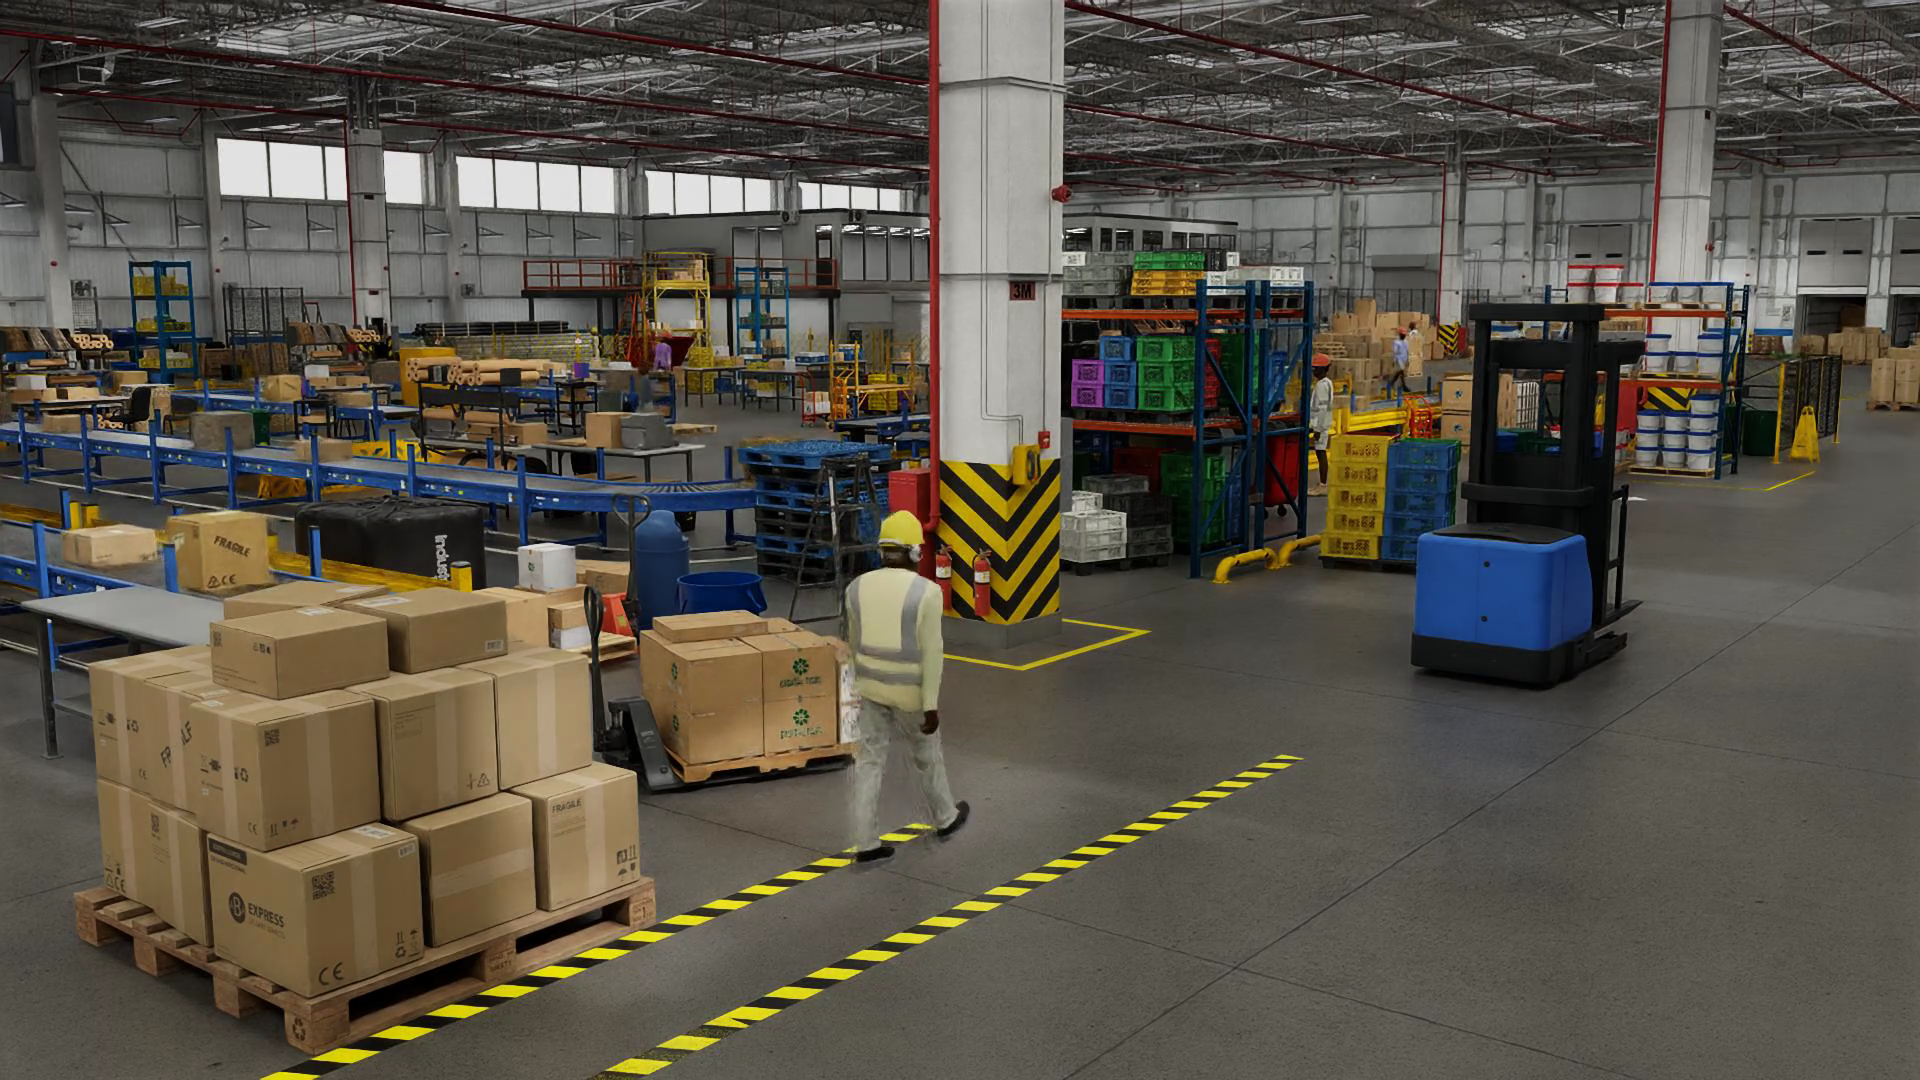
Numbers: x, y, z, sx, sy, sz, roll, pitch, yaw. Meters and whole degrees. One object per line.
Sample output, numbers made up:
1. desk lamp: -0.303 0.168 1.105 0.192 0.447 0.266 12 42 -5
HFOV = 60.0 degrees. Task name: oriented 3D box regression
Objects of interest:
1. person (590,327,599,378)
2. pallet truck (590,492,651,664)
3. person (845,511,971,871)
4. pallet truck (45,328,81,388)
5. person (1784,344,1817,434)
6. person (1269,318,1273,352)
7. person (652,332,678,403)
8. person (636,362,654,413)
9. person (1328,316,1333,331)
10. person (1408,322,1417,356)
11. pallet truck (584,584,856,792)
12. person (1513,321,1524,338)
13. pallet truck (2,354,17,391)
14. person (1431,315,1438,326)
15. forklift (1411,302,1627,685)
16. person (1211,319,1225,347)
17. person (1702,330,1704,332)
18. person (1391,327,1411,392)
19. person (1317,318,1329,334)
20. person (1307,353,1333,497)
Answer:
1. person: -12.435 -6.367 56.635 0.301 1.743 0.493 -1 8 -5
2. pallet truck: -3.115 0.344 12.883 0.653 1.274 1.630 7 11 37
3. person: -0.280 0.742 8.538 0.617 1.786 0.900 5 10 30
4. pallet truck: -23.775 -4.544 43.495 1.885 1.965 0.823 6 10 35
5. person: 17.077 -3.040 33.757 0.650 1.883 0.822 -3 9 -19
6. person: 15.323 -10.142 81.740 0.517 1.843 0.325 -3 9 -19
7. person: -7.785 -4.536 43.896 0.566 1.865 0.942 8 12 44
8. person: -6.099 -2.627 31.922 0.845 1.579 0.520 -4 9 -26
9. person: 15.850 -8.535 70.487 0.637 1.964 0.678 7 11 40
10. person: 16.403 -7.034 60.732 0.725 1.855 0.595 0 8 0
11. pallet truck: -1.426 0.805 10.019 1.601 1.201 0.680 -4 9 -26
12. person: 20.768 -7.222 62.007 0.577 1.868 0.582 -6 10 -35
13. pallet truck: -24.881 -4.417 42.634 1.885 1.965 0.823 8 11 41
14. person: 23.254 -10.085 81.407 0.649 1.829 0.480 -7 11 -41
15. forklift: 4.379 -0.438 12.852 1.129 2.768 1.873 7 11 37
16. person: 9.866 -7.480 63.558 0.565 1.911 0.658 2 9 15
17. person: 24.641 -6.395 55.826 0.538 2.000 0.685 -2 9 -15
18. person: 13.022 -5.344 49.229 0.553 1.901 0.949 -5 10 -29
19. person: 15.764 -8.724 72.176 0.705 1.852 1.029 7 11 38
20. person: 5.118 -1.631 23.699 0.370 2.044 0.608 2 9 14
